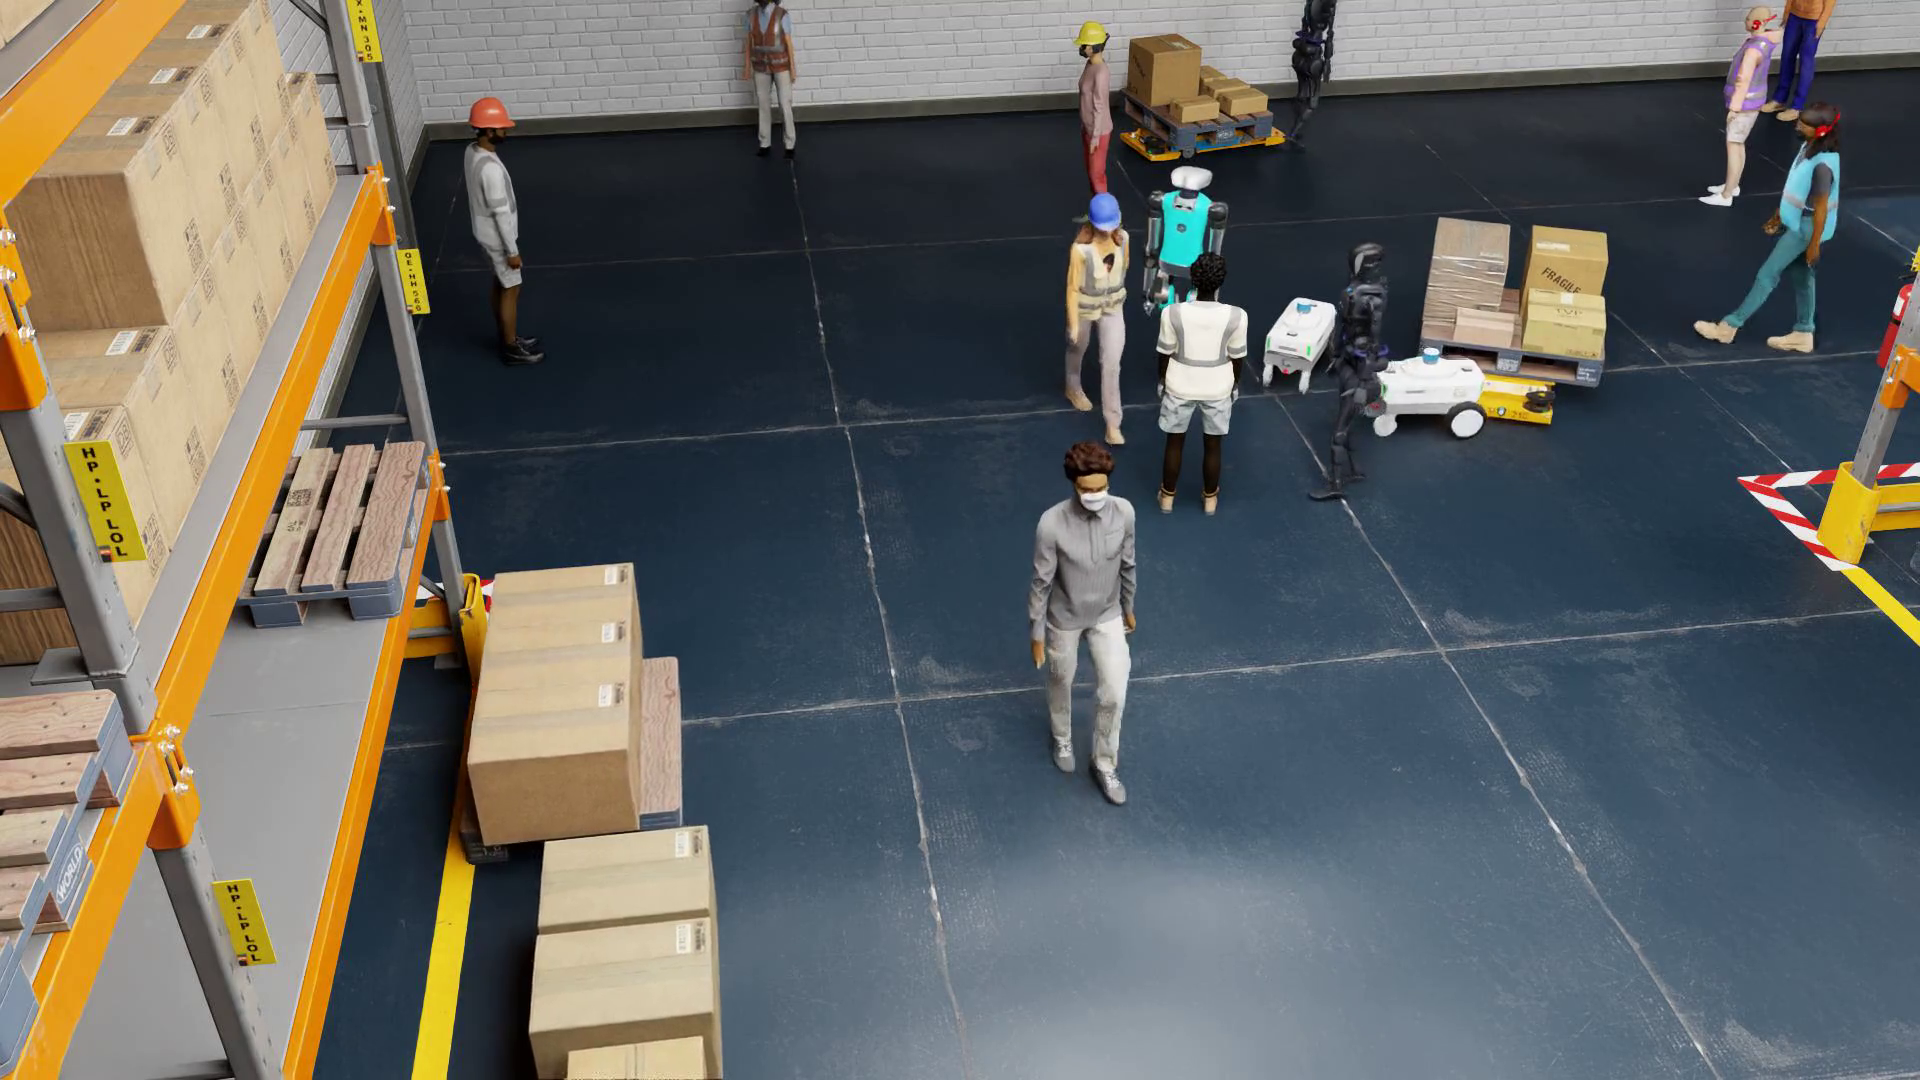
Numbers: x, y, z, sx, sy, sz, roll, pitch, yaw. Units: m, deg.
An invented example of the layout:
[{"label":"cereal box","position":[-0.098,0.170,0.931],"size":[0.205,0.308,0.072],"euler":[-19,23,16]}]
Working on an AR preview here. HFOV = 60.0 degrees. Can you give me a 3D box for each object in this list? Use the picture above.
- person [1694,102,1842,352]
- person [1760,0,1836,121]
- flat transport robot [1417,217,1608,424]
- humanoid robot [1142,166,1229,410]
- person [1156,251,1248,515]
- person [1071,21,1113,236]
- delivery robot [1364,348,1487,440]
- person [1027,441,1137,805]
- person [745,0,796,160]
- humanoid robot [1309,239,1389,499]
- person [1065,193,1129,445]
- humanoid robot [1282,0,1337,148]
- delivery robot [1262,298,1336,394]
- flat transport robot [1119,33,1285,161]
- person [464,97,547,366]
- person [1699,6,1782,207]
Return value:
[{"label":"person","position":[5.838,-2.199,11.787],"size":[0.919,1.824,0.575],"euler":[9,34,13]},{"label":"person","position":[8.182,-5.078,16.085],"size":[0.404,1.972,0.515],"euler":[-13,35,-19]},{"label":"flat transport robot","position":[3.859,-1.264,11.789],"size":[0.659,0.231,1.431],"euler":[9,34,14]},{"label":"humanoid robot","position":[1.519,-1.641,11.105],"size":[0.543,1.880,0.656],"euler":[13,35,19]},{"label":"person","position":[1.424,-0.913,9.946],"size":[0.533,1.693,0.320],"euler":[4,33,5]},{"label":"person","position":[1.074,-3.369,13.654],"size":[0.343,1.758,0.518],"euler":[-4,33,-6]},{"label":"delivery robot","position":[3.128,-0.988,11.122],"size":[0.818,0.614,0.499],"euler":[-2,33,-2]},{"label":"person","position":[0.595,0.409,7.760],"size":[0.567,1.871,0.754],"euler":[-7,34,-10]},{"label":"person","position":[-1.717,-4.306,15.147],"size":[0.477,1.685,0.306],"euler":[8,34,12]},{"label":"humanoid robot","position":[2.395,-1.043,10.162],"size":[0.470,1.647,0.592],"euler":[-5,33,-8]},{"label":"person","position":[0.886,-1.481,10.802],"size":[0.473,1.693,0.968],"euler":[-10,34,-15]},{"label":"humanoid robot","position":[3.233,-4.521,15.498],"size":[0.461,1.646,0.589],"euler":[-10,34,-15]},{"label":"delivery robot","position":[2.408,-1.423,11.767],"size":[0.499,0.590,0.793],"euler":[15,36,21]},{"label":"flat transport robot","position":[2.301,-3.860,15.768],"size":[1.431,0.231,0.659],"euler":[-12,35,-18]},{"label":"person","position":[-3.191,-2.135,11.614],"size":[0.388,1.926,0.546],"euler":[-16,37,-23]},{"label":"person","position":[6.700,-3.715,14.249],"size":[0.360,1.682,0.486],"euler":[21,38,28]}]
